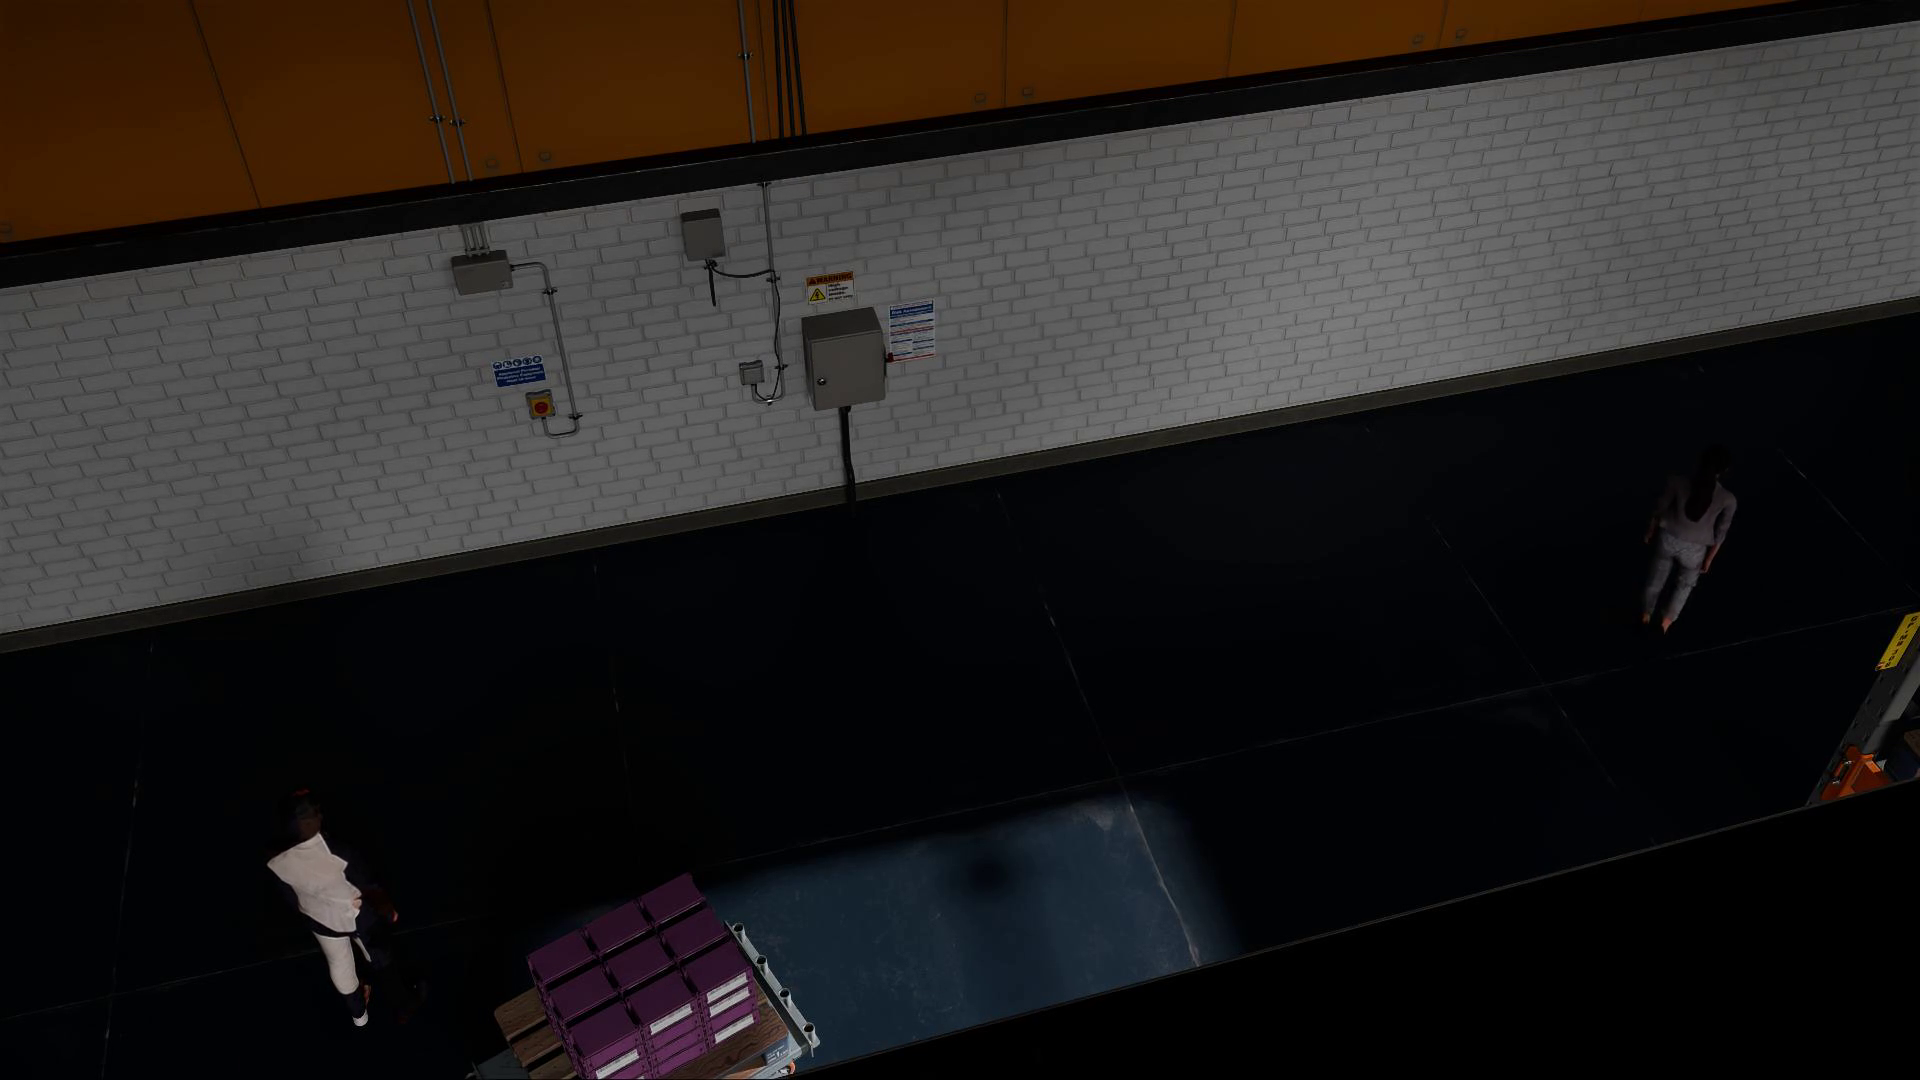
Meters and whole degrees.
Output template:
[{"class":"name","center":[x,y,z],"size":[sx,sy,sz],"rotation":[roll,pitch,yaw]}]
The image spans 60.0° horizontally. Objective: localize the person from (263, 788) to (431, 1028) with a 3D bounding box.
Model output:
[{"class":"person","center":[-3.229,1.934,8.681],"size":[0.751,1.898,0.688],"rotation":[1,44,1]}]

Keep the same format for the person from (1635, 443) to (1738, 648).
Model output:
[{"class":"person","center":[4.642,0.089,10.785],"size":[0.797,1.667,0.857],"rotation":[22,48,22]}]
